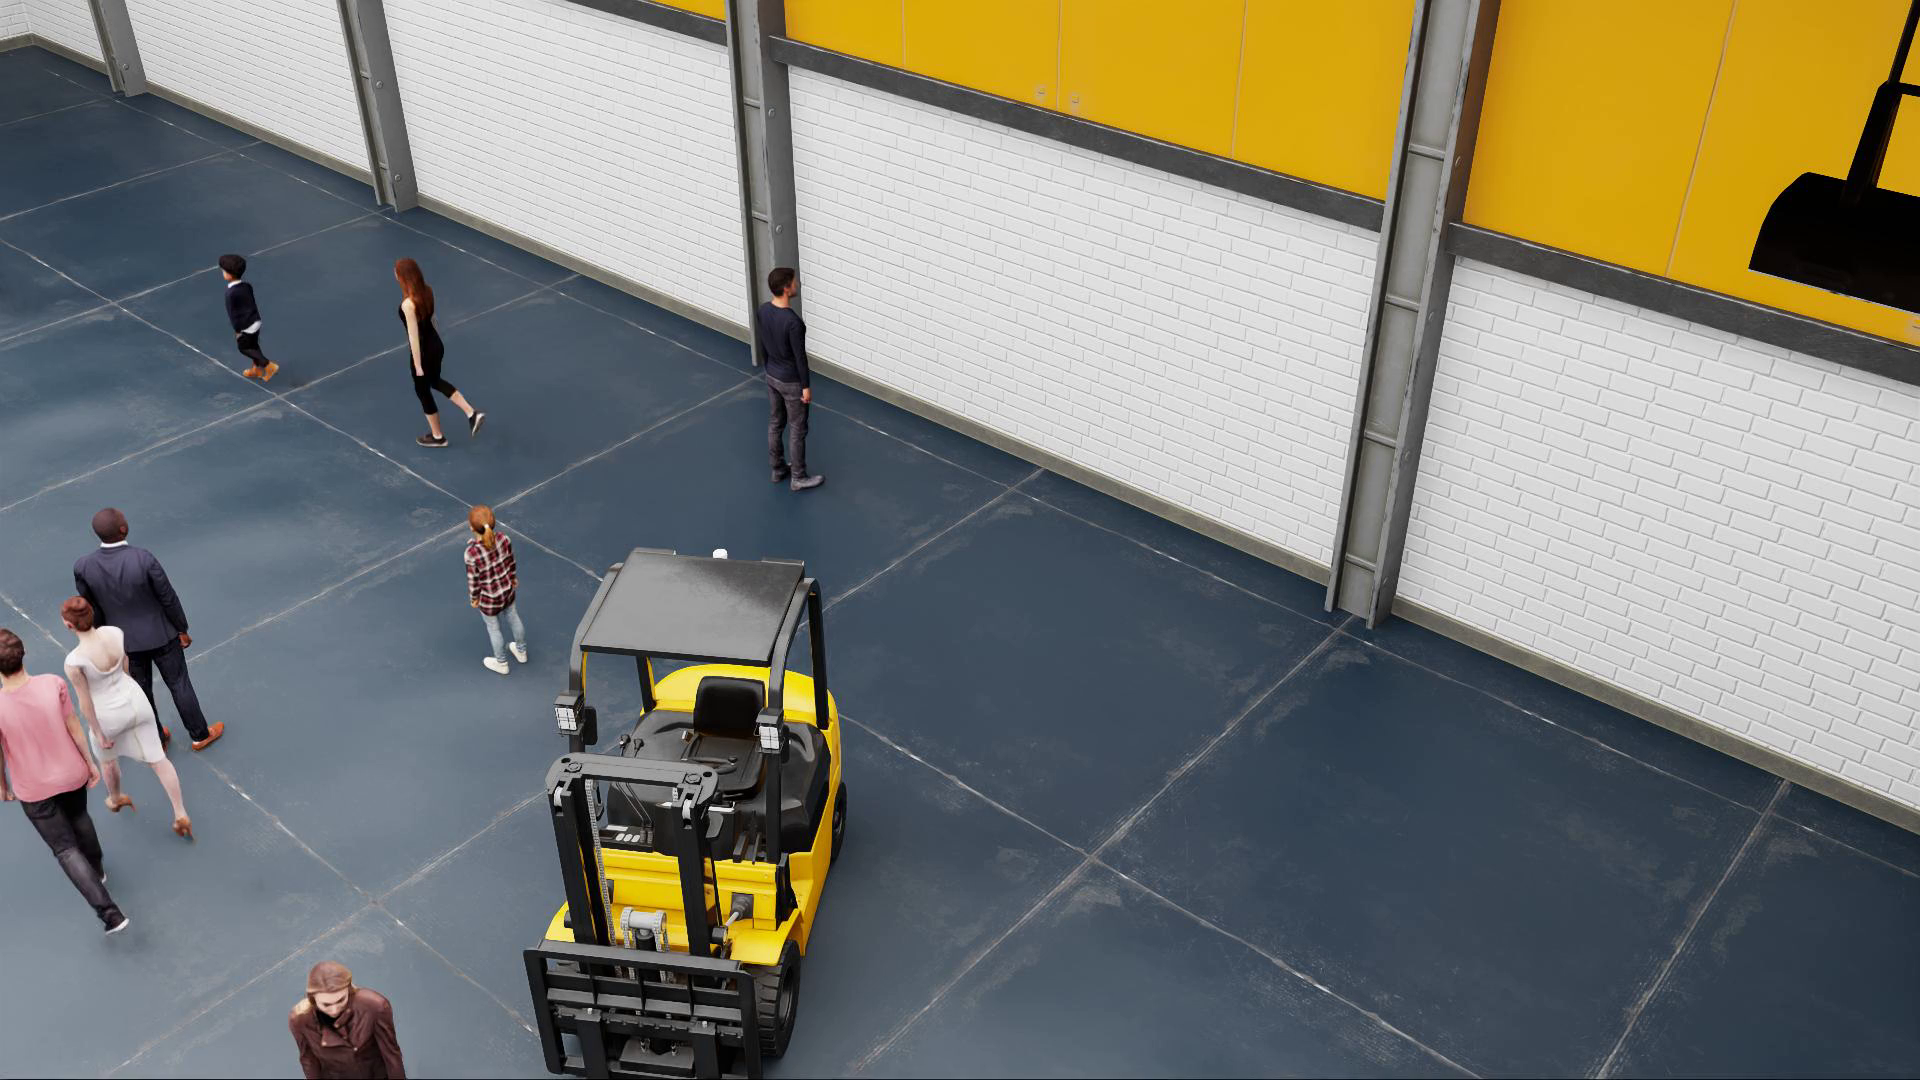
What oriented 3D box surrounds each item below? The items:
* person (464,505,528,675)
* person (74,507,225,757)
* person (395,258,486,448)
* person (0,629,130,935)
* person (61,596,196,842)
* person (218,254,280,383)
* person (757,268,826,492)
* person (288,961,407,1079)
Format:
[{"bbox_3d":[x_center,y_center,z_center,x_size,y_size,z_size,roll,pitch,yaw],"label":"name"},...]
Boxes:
[{"bbox_3d":[-3.150,0.327,11.276,0.520,1.305,0.529,27,42,35],"label":"person"},{"bbox_3d":[-5.112,0.588,10.416,0.782,1.824,0.833,-4,34,-6],"label":"person"},{"bbox_3d":[-4.308,-1.523,13.692,0.951,1.713,0.810,7,34,10],"label":"person"},{"bbox_3d":[-4.971,1.364,9.142,1.139,1.941,0.682,27,42,34],"label":"person"},{"bbox_3d":[-4.831,1.081,9.726,0.963,1.766,0.696,19,38,26],"label":"person"},{"bbox_3d":[-6.310,-1.962,14.801,0.745,1.214,0.645,8,34,12],"label":"person"},{"bbox_3d":[-1.378,-1.274,13.179,0.478,1.866,0.704,27,42,35],"label":"person"},{"bbox_3d":[-2.762,2.465,7.718,0.784,1.684,0.855,-9,35,-13],"label":"person"}]
